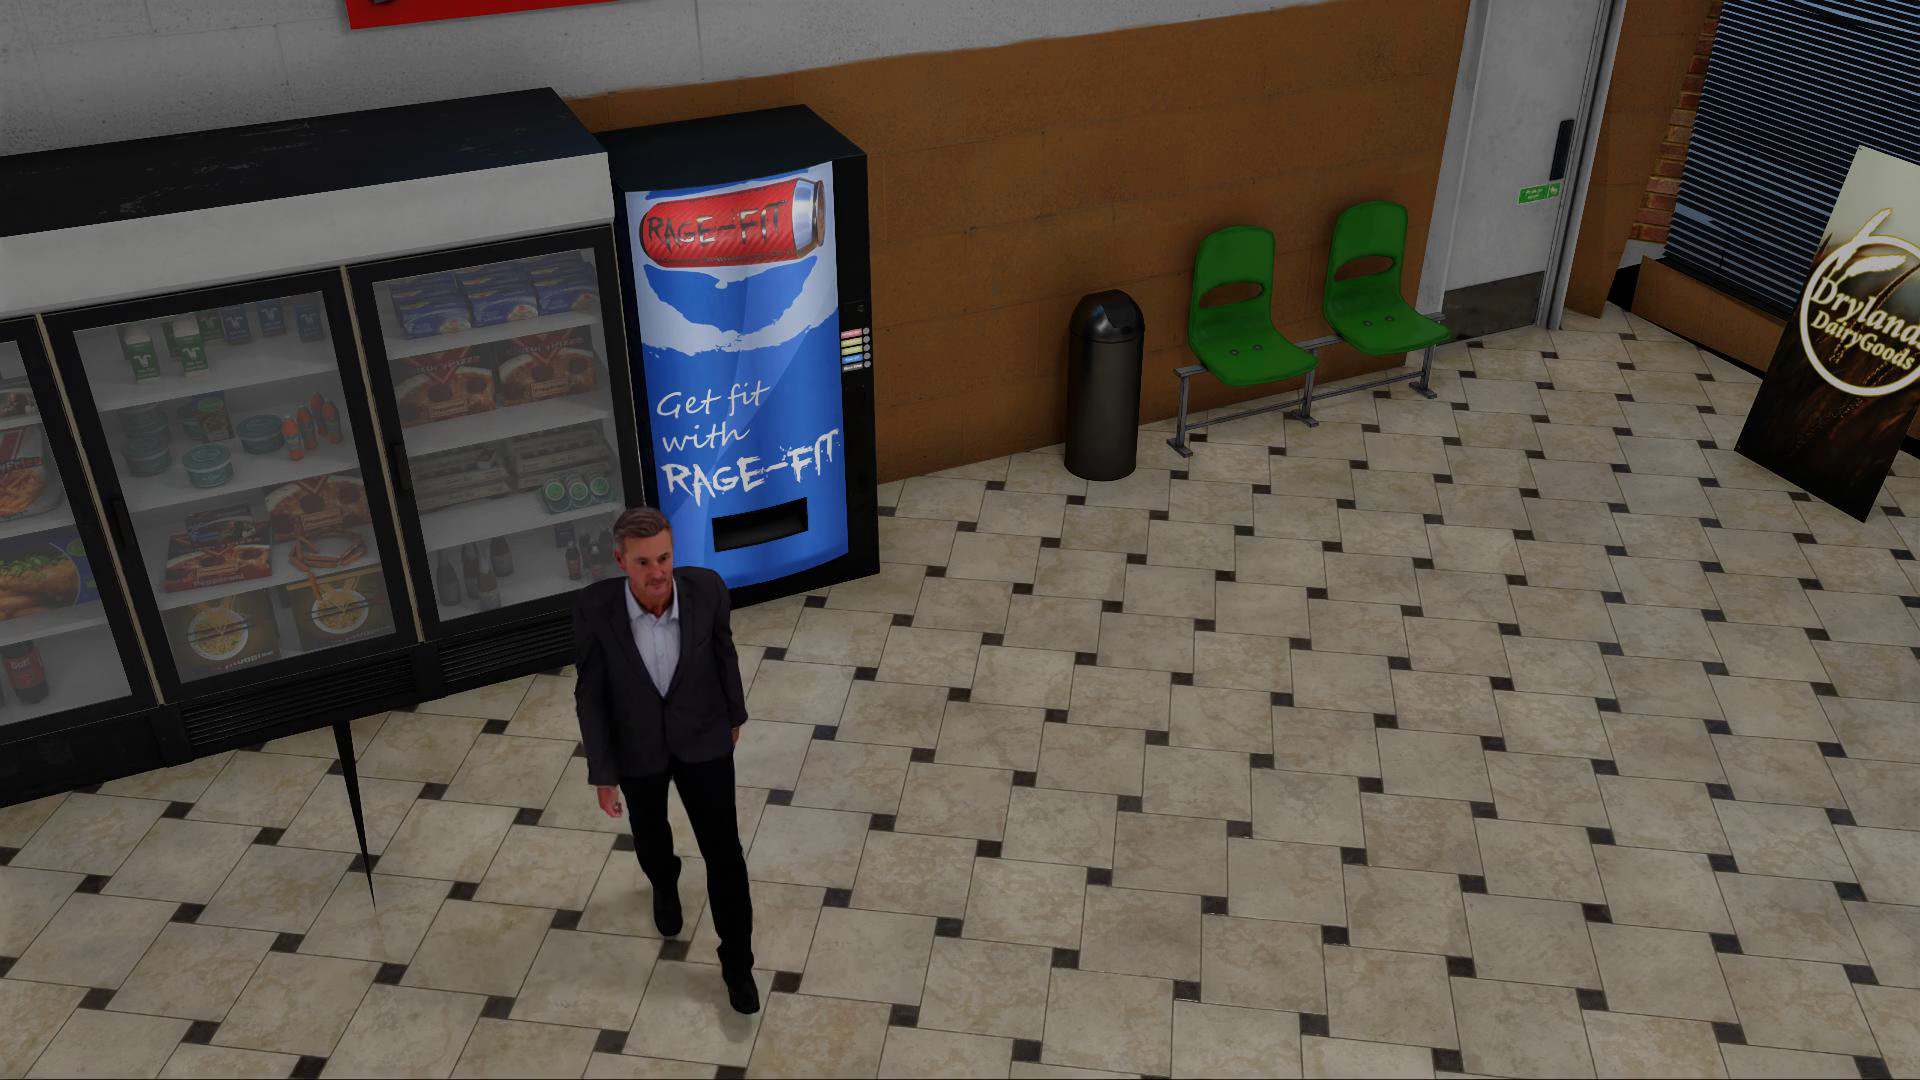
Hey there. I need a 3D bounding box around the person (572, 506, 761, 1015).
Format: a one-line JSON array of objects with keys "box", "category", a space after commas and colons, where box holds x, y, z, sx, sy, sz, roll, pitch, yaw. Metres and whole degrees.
[{"box": [-0.998, 0.627, 5.583, 0.827, 1.814, 1.099, -7, 33, -12], "category": "person"}]
